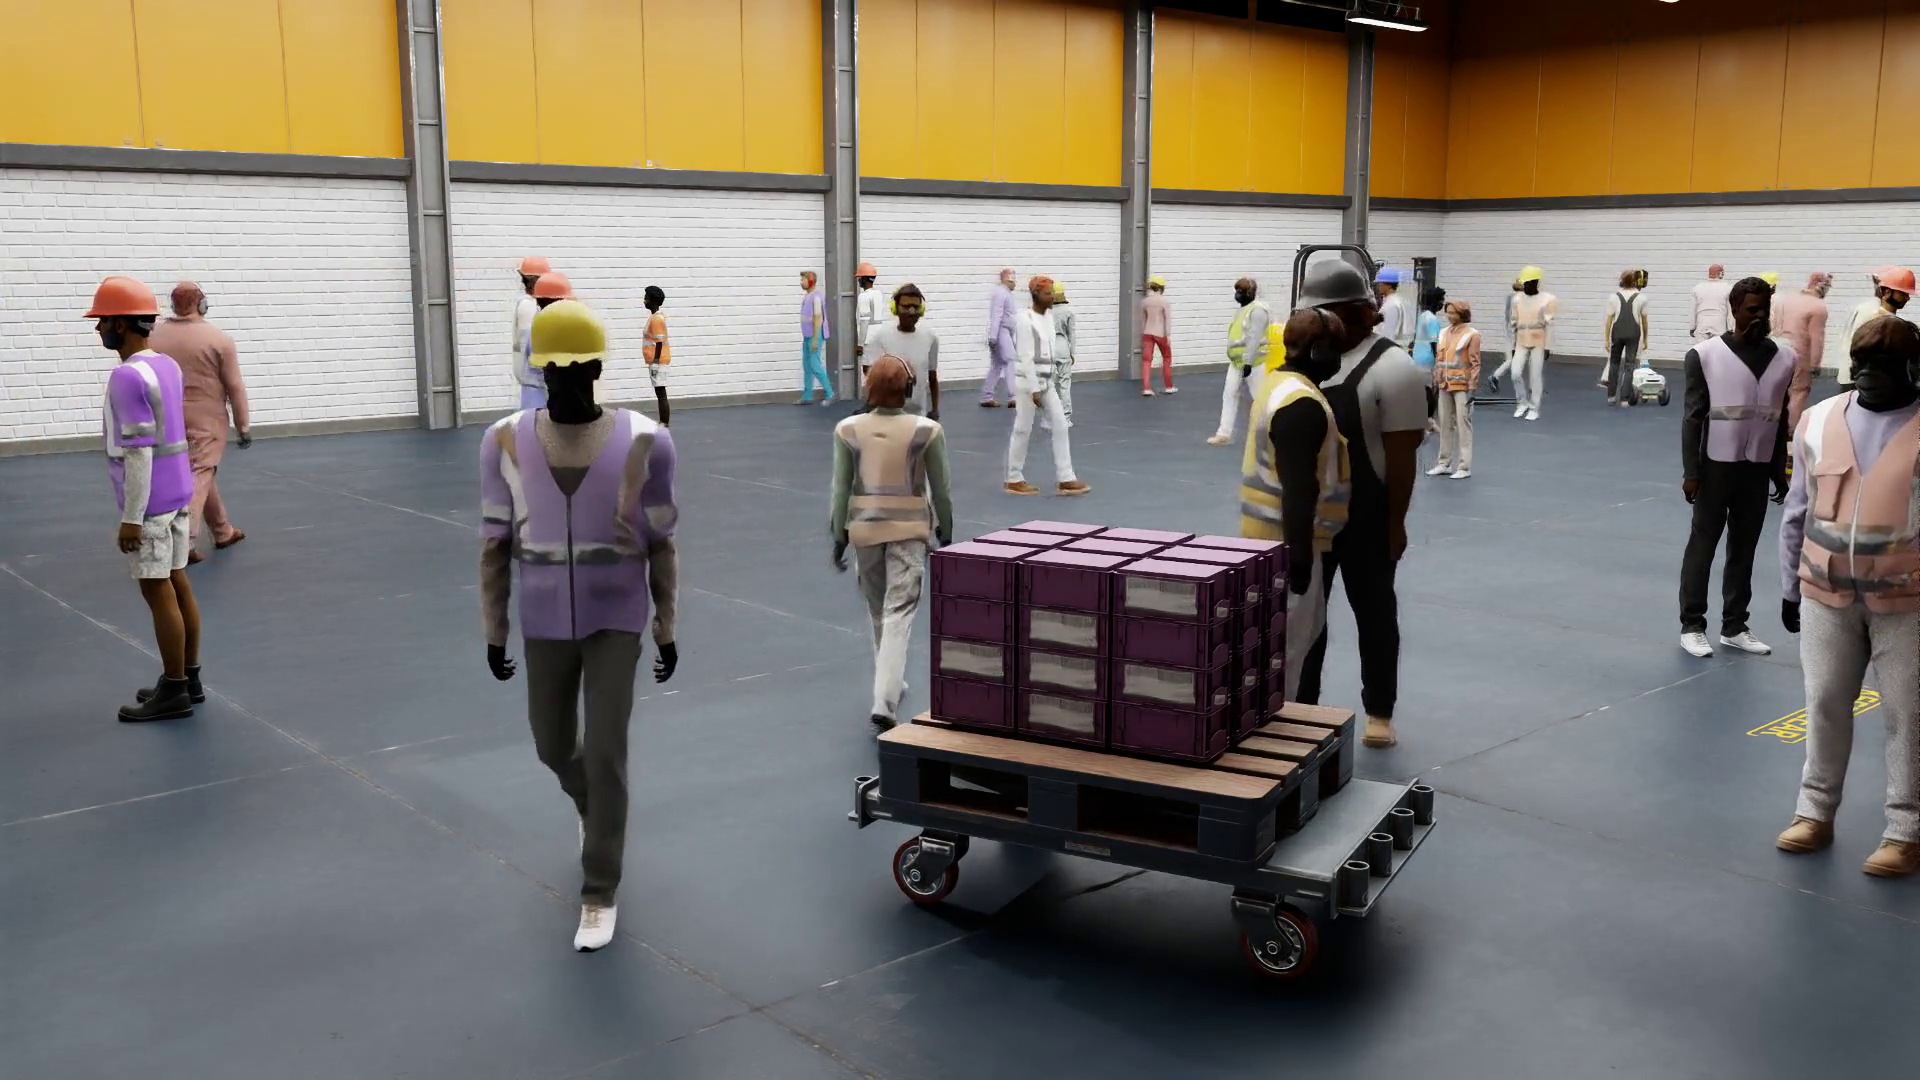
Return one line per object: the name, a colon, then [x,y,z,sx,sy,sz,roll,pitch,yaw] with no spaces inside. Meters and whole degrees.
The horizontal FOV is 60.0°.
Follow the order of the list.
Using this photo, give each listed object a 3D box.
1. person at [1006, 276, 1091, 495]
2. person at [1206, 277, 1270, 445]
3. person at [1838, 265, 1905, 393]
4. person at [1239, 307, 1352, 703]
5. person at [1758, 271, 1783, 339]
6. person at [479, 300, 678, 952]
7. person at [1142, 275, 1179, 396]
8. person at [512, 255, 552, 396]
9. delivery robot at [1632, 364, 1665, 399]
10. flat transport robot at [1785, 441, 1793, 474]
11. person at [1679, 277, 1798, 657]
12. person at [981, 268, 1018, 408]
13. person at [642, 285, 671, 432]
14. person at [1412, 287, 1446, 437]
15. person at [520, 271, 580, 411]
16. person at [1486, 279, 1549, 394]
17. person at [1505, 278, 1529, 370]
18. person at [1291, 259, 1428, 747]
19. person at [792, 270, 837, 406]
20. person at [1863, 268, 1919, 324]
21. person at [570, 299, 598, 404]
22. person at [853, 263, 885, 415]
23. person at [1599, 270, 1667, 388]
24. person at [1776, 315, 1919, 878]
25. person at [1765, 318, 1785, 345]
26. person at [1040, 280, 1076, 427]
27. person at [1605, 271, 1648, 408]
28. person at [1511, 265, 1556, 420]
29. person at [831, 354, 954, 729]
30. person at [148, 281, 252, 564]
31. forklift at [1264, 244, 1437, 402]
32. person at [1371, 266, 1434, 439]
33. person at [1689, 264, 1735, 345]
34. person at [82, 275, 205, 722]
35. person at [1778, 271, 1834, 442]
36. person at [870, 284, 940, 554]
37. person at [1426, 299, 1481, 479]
person: [0.739,-1.269,13.928,0.859,1.850,0.584,7,12,35]
person: [3.146,-1.915,17.861,0.921,1.811,0.631,-3,10,-17]
person: [7.696,-1.324,13.975,0.827,1.938,0.625,4,11,23]
person: [1.319,0.003,6.574,0.431,1.828,0.646,1,10,6]
person: [10.436,-2.598,21.793,0.610,1.815,0.620,3,10,15]
person: [-1.151,0.214,5.115,0.596,1.904,0.812,0,10,-1]
person: [2.912,-2.965,24.175,0.547,1.732,0.816,8,12,39]
person: [-3.597,-1.427,14.334,0.559,2.024,0.647,-2,10,-14]
delivery robot: [9.326,-2.165,22.684,0.477,0.478,0.707,0,10,3]
flat transport robot: [7.651,-0.799,15.789,0.652,0.197,1.431,4,11,23]
person: [3.939,-0.370,8.463,0.593,1.920,0.391,-2,10,-10]
person: [0.624,-2.698,22.271,0.748,1.857,0.722,0,10,-2]
person: [-3.374,-1.973,18.496,0.319,1.697,0.532,-2,10,-11]
person: [5.310,-1.993,18.646,0.570,1.673,0.555,1,10,5]
person: [-2.738,-0.843,11.242,0.578,1.919,0.555,0,10,0]
person: [8.193,-3.013,24.301,0.832,1.800,0.582,-1,10,-7]
person: [9.945,-3.846,29.644,0.289,1.633,0.501,-6,12,-33]
person: [1.572,-0.160,6.879,0.555,2.000,0.697,-7,12,-35]
person: [-1.988,-2.714,22.472,0.457,1.862,0.593,-4,10,-22]
person: [7.436,-1.214,13.383,0.375,1.927,0.543,9,13,41]
person: [-3.931,-1.623,16.727,0.836,1.585,0.517,-5,11,-26]
person: [-1.172,-2.548,21.158,0.354,1.939,0.544,4,10,21]
person: [10.304,-3.219,25.460,0.996,1.817,0.535,0,10,-2]
person: [3.009,0.182,5.501,0.431,1.836,0.617,-8,13,-40]
person: [6.866,-1.227,14.430,0.519,1.585,0.842,6,11,32]
person: [1.131,-2.199,19.681,0.487,1.746,0.287,1,10,4]
person: [8.984,-2.698,22.422,0.538,1.810,0.864,4,11,23]
person: [7.047,-2.423,20.534,0.591,1.908,0.443,9,13,42]
person: [-0.307,-0.004,7.243,0.527,1.604,0.847,2,10,12]
person: [-5.097,-0.794,11.143,0.660,1.860,1.018,1,10,7]
forklift: [5.256,-2.933,22.661,2.313,2.155,1.214,3,10,16]
person: [4.662,-1.977,17.875,0.829,1.920,0.616,2,10,11]
person: [11.532,-3.272,25.494,0.646,1.904,0.401,7,12,37]
person: [-3.557,-0.174,7.257,0.371,1.939,0.543,-1,10,-7]
person: [9.041,-1.965,17.962,0.566,1.868,0.704,-1,10,-4]
person: [-0.362,-0.807,11.292,0.496,1.820,0.953,-1,10,-8]
person: [4.517,-1.374,15.164,0.310,1.636,0.523,-5,11,-27]
